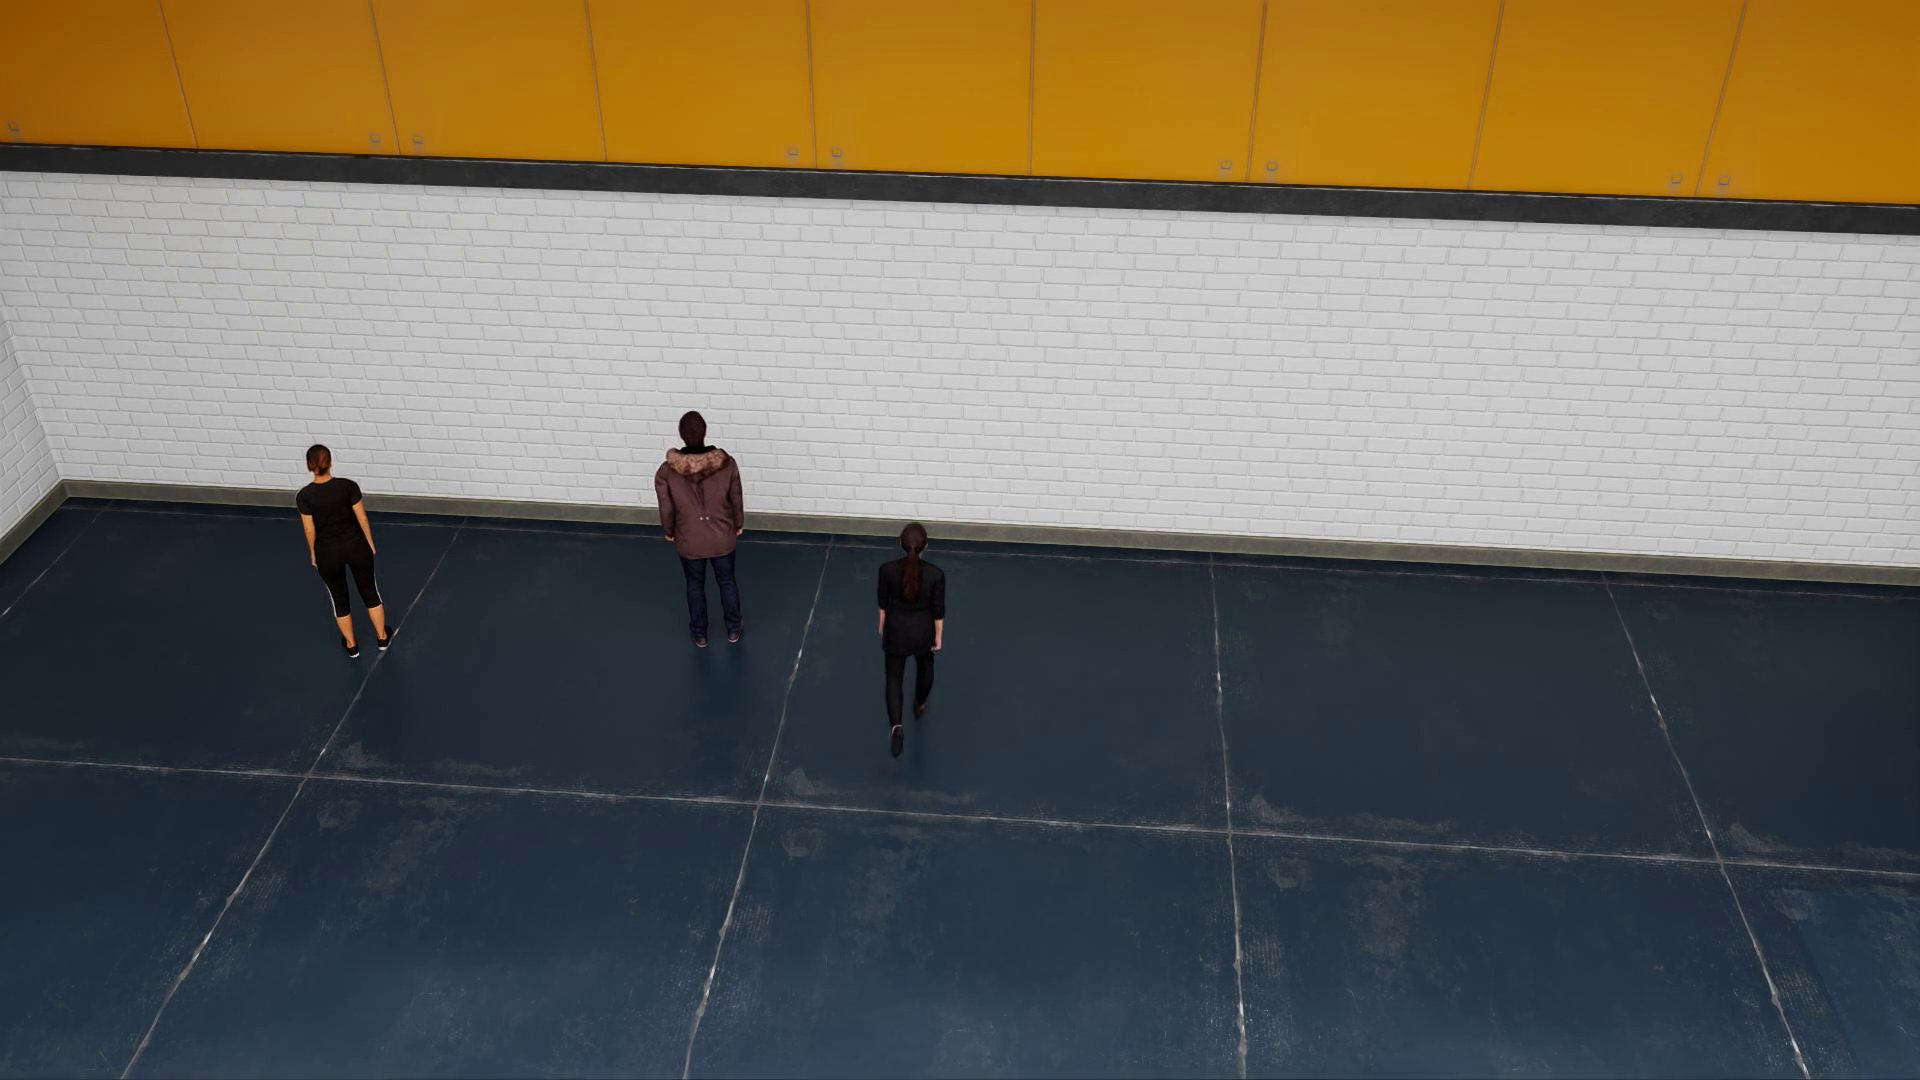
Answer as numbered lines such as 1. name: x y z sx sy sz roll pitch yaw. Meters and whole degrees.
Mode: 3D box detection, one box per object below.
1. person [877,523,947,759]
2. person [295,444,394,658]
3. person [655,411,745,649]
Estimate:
1. person: -0.336 0.666 10.749 0.617 1.636 0.991 2 34 3
2. person: -4.320 0.069 11.618 0.652 1.668 0.651 -14 36 -19
3. person: -1.788 -0.061 11.653 0.831 1.846 0.788 -6 34 -9
